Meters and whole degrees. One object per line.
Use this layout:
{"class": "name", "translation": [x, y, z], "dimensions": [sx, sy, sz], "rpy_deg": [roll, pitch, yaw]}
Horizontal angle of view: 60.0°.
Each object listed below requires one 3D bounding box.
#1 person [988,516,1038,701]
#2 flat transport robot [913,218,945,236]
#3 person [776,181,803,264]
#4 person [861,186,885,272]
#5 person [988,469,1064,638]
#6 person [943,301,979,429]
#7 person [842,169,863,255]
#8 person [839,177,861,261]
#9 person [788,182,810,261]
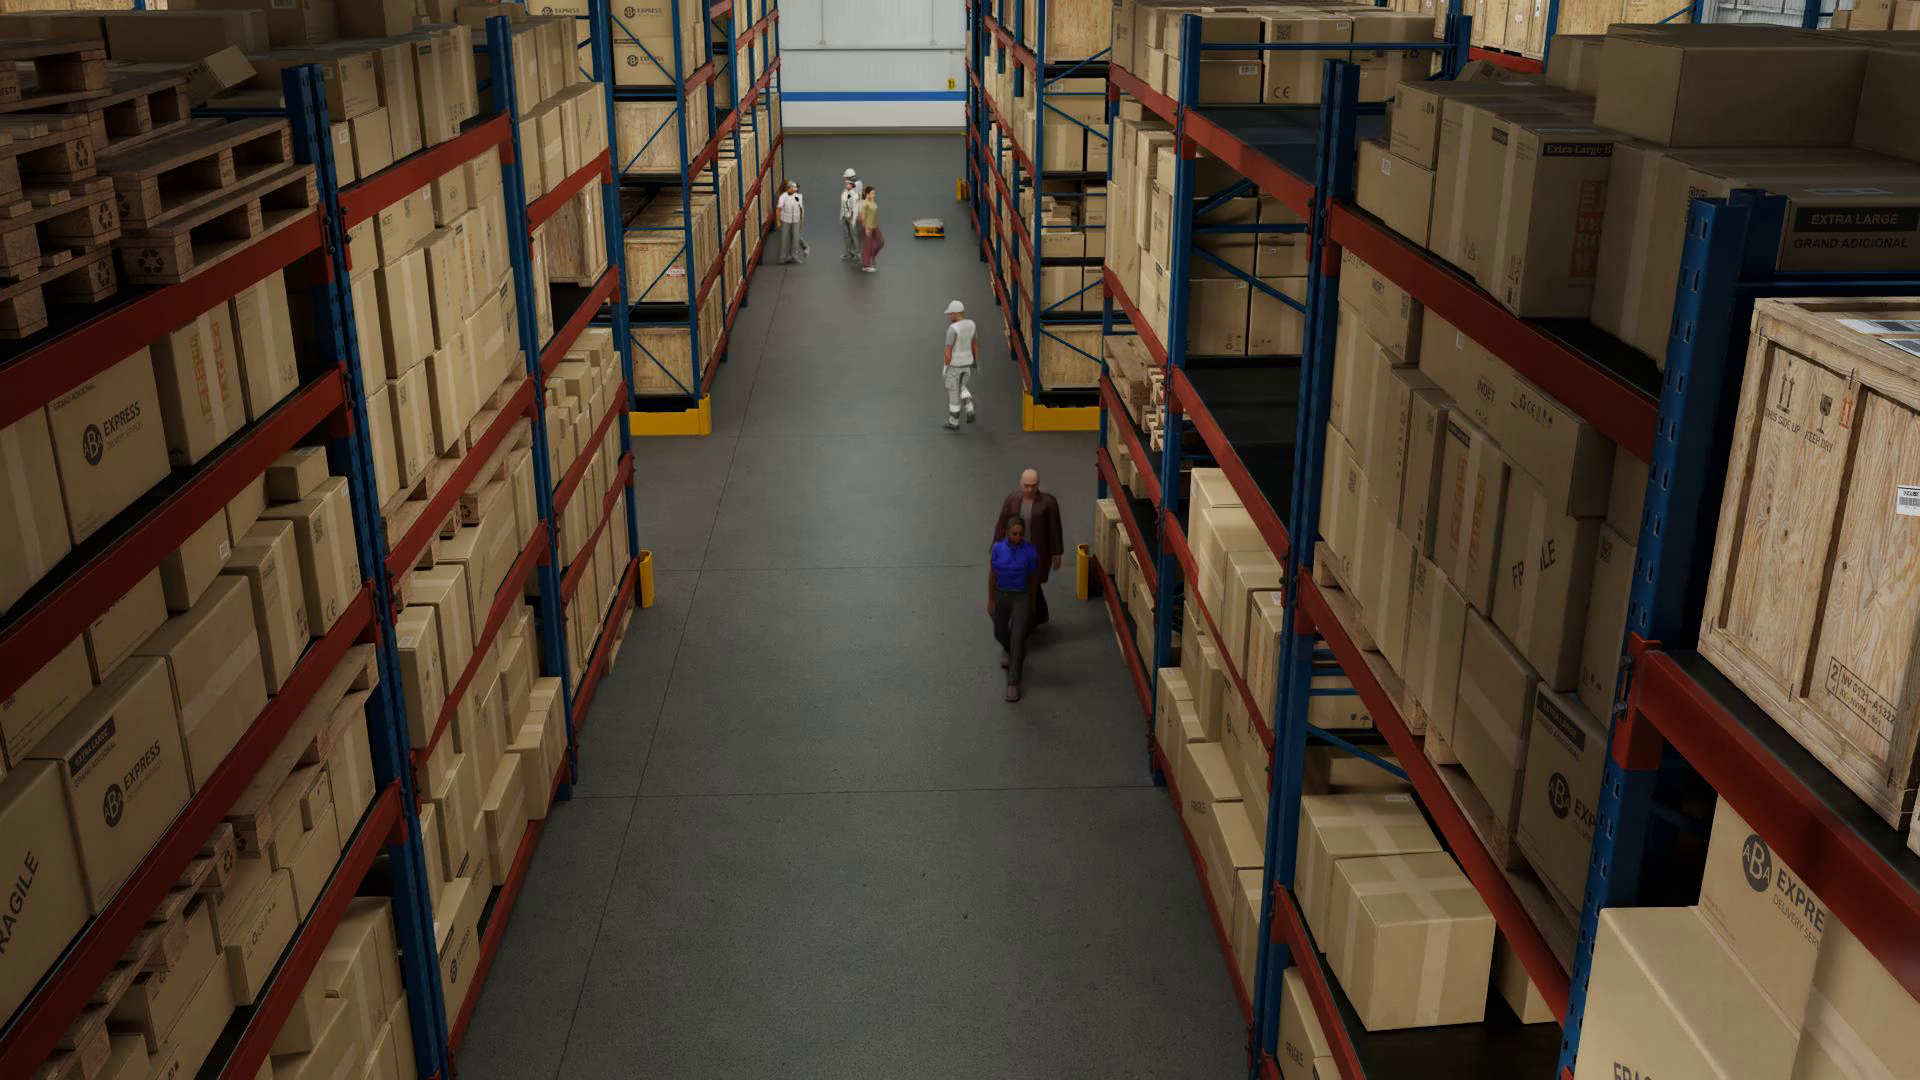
{"class": "person", "translation": [0.488, 0.540, 15.201], "dimensions": [0.440, 1.637, 0.913], "rpy_deg": [6, 21, 16]}
{"class": "flat transport robot", "translation": [-0.717, -7.054, 37.626], "dimensions": [0.659, 0.255, 1.431], "rpy_deg": [-1, 21, -4]}
{"class": "person", "translation": [-3.499, -6.495, 34.043], "dimensions": [0.570, 1.675, 0.417], "rpy_deg": [-8, 22, -21]}
{"class": "person", "translation": [-1.793, -6.225, 33.234], "dimensions": [0.463, 1.682, 0.497], "rpy_deg": [10, 23, 24]}
{"class": "person", "translation": [0.643, 0.149, 16.075], "dimensions": [0.637, 1.758, 0.903], "rpy_deg": [12, 23, 29]}
{"class": "person", "translation": [-0.019, -2.403, 22.859], "dimensions": [0.588, 1.788, 0.504], "rpy_deg": [-17, 26, -38]}
{"class": "person", "translation": [-2.226, -6.917, 35.009], "dimensions": [0.432, 1.787, 0.591], "rpy_deg": [9, 22, 23]}
{"class": "person", "translation": [-2.285, -6.649, 34.361], "dimensions": [0.342, 1.691, 0.556], "rpy_deg": [-15, 25, -35]}
{"class": "person", "translation": [-3.387, -6.593, 34.385], "dimensions": [0.486, 1.603, 0.445], "rpy_deg": [-17, 27, -39]}
